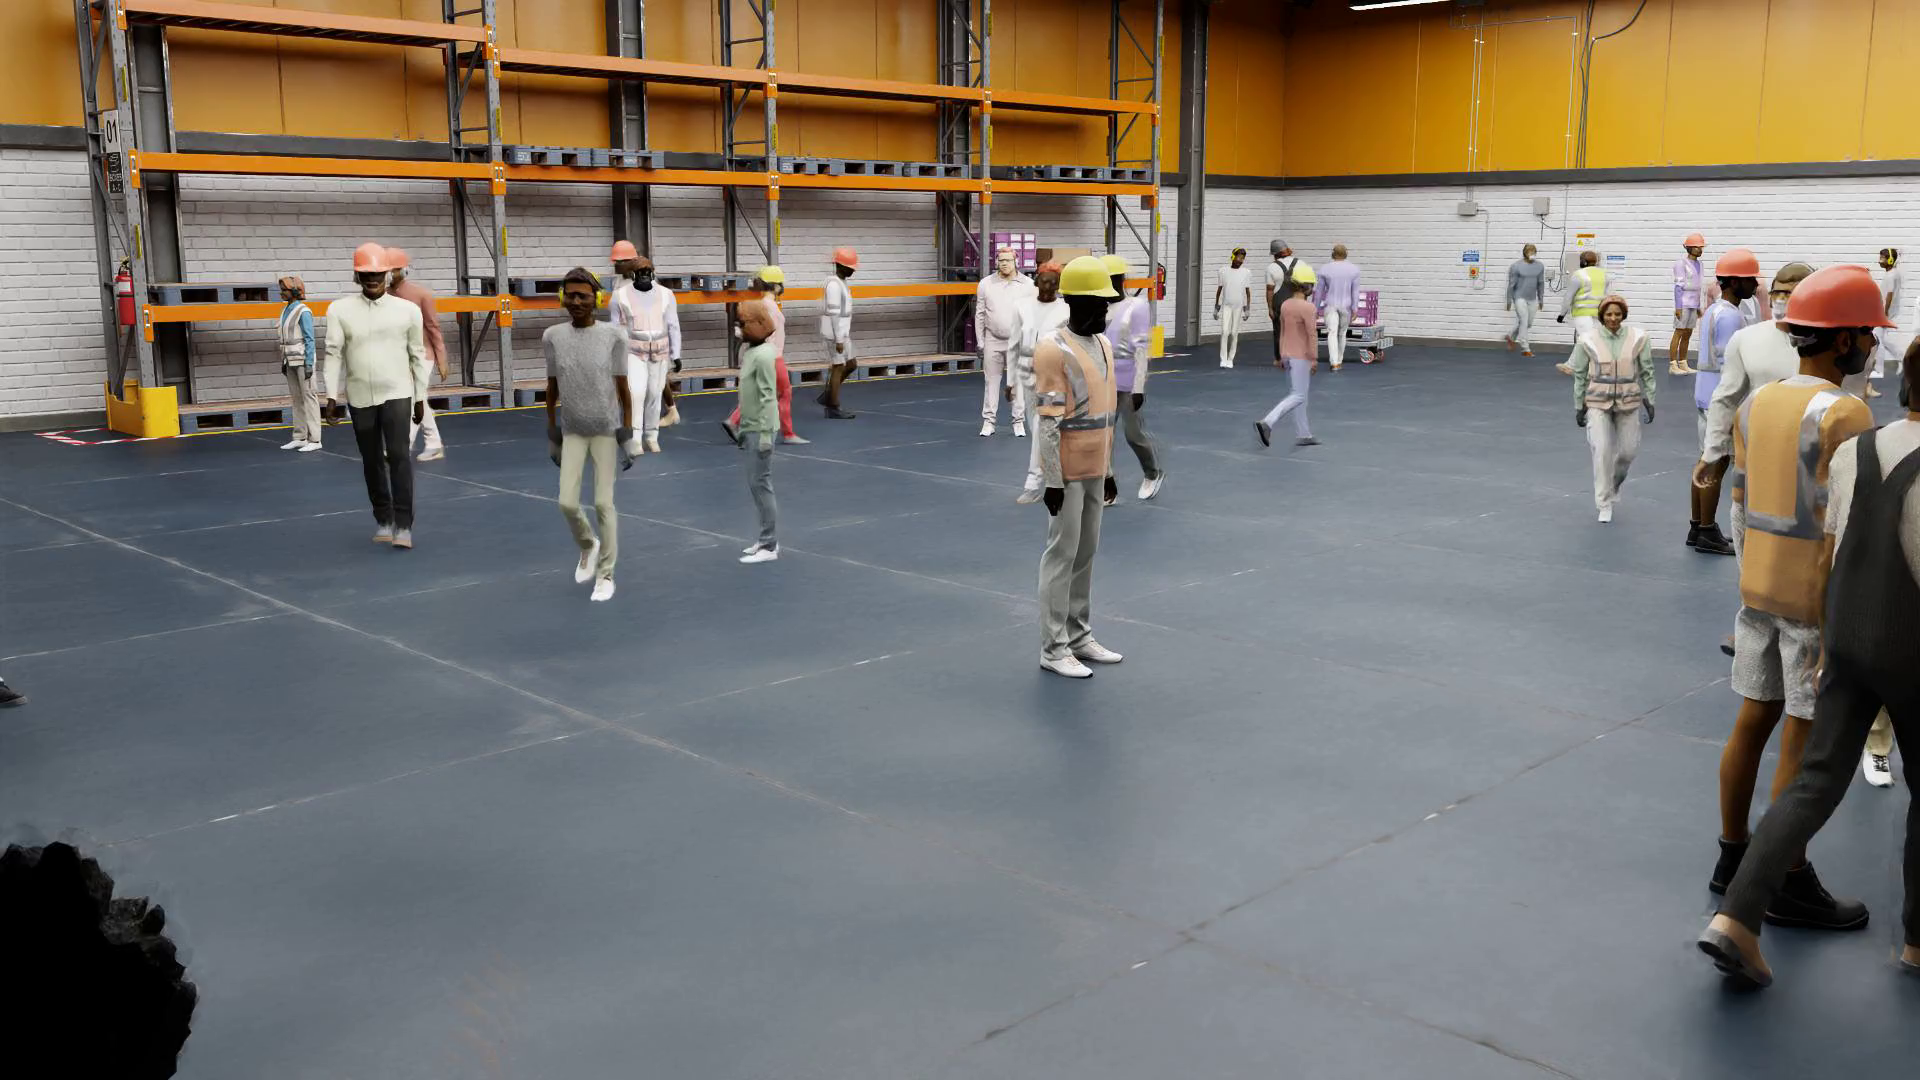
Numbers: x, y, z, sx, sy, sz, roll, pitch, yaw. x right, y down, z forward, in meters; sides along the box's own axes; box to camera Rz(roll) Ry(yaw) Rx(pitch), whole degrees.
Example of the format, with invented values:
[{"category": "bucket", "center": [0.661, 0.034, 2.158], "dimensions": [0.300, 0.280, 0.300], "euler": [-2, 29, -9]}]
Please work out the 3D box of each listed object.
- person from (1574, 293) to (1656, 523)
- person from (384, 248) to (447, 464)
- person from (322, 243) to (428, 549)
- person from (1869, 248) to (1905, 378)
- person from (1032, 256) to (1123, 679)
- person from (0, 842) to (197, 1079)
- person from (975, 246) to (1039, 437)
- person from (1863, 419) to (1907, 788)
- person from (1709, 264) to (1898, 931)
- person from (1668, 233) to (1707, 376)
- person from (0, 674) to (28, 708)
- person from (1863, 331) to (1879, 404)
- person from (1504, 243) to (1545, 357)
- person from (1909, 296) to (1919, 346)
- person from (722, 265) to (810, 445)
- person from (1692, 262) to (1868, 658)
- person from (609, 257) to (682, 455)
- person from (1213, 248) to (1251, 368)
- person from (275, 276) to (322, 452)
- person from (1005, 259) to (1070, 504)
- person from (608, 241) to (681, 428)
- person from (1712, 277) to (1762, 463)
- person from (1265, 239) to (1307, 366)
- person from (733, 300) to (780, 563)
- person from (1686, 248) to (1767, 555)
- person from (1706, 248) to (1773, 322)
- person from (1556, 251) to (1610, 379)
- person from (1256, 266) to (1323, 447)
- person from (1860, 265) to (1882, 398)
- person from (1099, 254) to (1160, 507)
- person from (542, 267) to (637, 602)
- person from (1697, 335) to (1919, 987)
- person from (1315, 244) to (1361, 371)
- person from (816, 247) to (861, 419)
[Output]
[{"category": "person", "center": [4.664, -0.958, 11.902], "dimensions": [0.555, 1.619, 0.607], "euler": [3, 11, 14]}, {"category": "person", "center": [-4.869, -1.592, 14.594], "dimensions": [0.636, 1.910, 1.094], "euler": [3, 11, 17]}, {"category": "person", "center": [-3.779, -0.912, 10.738], "dimensions": [0.623, 1.959, 0.893], "euler": [-2, 11, -11]}, {"category": "person", "center": [13.147, -3.196, 23.502], "dimensions": [0.527, 1.845, 0.538], "euler": [7, 12, 33]}, {"category": "person", "center": [0.559, -0.338, 7.698], "dimensions": [0.366, 1.926, 0.592], "euler": [6, 12, 31]}, {"category": "person", "center": [-0.580, 0.984, 1.167], "dimensions": [0.546, 1.678, 0.705], "euler": [0, 10, -1]}, {"category": "person", "center": [0.468, -1.987, 16.742], "dimensions": [0.642, 1.910, 0.401], "euler": [1, 10, 7]}, {"category": "person", "center": [3.579, 0.102, 6.090], "dimensions": [0.507, 1.635, 0.273], "euler": [1, 10, 3]}, {"category": "person", "center": [2.496, 0.168, 4.905], "dimensions": [0.362, 1.939, 0.542], "euler": [-2, 11, -8]}, {"category": "person", "center": [10.563, -3.403, 24.089], "dimensions": [0.605, 2.045, 0.386], "euler": [-7, 13, -35]}, {"category": "person", "center": [-4.410, -0.162, 7.043], "dimensions": [0.677, 1.816, 0.599], "euler": [2, 11, 12]}, {"category": "person", "center": [5.156, -0.671, 9.857], "dimensions": [0.965, 1.792, 0.596], "euler": [-6, 12, -29]}, {"category": "person", "center": [9.420, -4.027, 27.892], "dimensions": [0.649, 1.906, 0.817], "euler": [-3, 11, -15]}, {"category": "person", "center": [7.884, -1.338, 13.264], "dimensions": [0.349, 1.884, 0.584], "euler": [-9, 14, -40]}, {"category": "person", "center": [-1.887, -1.770, 16.024], "dimensions": [0.779, 1.742, 0.527], "euler": [-3, 11, -14]}, {"category": "person", "center": [3.872, -0.360, 7.906], "dimensions": [0.989, 1.889, 0.641], "euler": [-7, 13, -35]}, {"category": "person", "center": [-2.886, -1.691, 15.393], "dimensions": [0.626, 1.819, 0.687], "euler": [-5, 11, -24]}, {"category": "person", "center": [4.118, -3.501, 25.227], "dimensions": [0.560, 1.824, 0.860], "euler": [1, 10, 8]}, {"category": "person", "center": [-6.209, -1.647, 15.614], "dimensions": [0.514, 1.642, 0.314], "euler": [10, 14, 42]}, {"category": "person", "center": [0.685, -1.235, 12.817], "dimensions": [0.598, 1.854, 0.883], "euler": [6, 12, 28]}, {"category": "person", "center": [-3.335, -2.091, 17.153], "dimensions": [0.623, 1.967, 1.157], "euler": [8, 13, 39]}, {"category": "person", "center": [6.948, -1.606, 14.867], "dimensions": [0.588, 1.835, 0.403], "euler": [-8, 13, -36]}, {"category": "person", "center": [5.017, -3.662, 25.515], "dimensions": [0.699, 2.000, 0.931], "euler": [0, 10, -2]}, {"category": "person", "center": [-1.253, -0.666, 10.357], "dimensions": [0.323, 1.633, 0.559], "euler": [-3, 11, -17]}, {"category": "person", "center": [4.885, -0.878, 10.612], "dimensions": [0.359, 1.938, 0.545], "euler": [2, 11, 13]}, {"category": "person", "center": [8.435, -2.174, 17.862], "dimensions": [0.826, 1.876, 0.652], "euler": [-5, 12, -26]}, {"category": "person", "center": [8.846, -3.213, 23.737], "dimensions": [0.632, 1.793, 0.950], "euler": [-6, 12, -28]}, {"category": "person", "center": [3.165, -1.736, 15.843], "dimensions": [0.755, 1.740, 0.532], "euler": [-4, 11, -21]}, {"category": "person", "center": [11.218, -2.632, 20.961], "dimensions": [0.542, 1.651, 0.881], "euler": [-5, 11, -24]}, {"category": "person", "center": [1.231, -1.195, 12.477], "dimensions": [0.866, 1.885, 0.598], "euler": [-9, 14, -42]}, {"category": "person", "center": [-2.047, -0.588, 9.280], "dimensions": [0.523, 1.857, 0.458], "euler": [0, 10, 1]}, {"category": "person", "center": [2.416, 0.328, 4.431], "dimensions": [0.913, 1.803, 0.510], "euler": [-5, 11, -23]}, {"category": "person", "center": [5.642, -3.473, 24.892], "dimensions": [0.643, 1.894, 0.930], "euler": [1, 10, 5]}, {"category": "person", "center": [-1.294, -2.257, 18.250], "dimensions": [0.471, 1.892, 0.633], "euler": [1, 10, 6]}]
